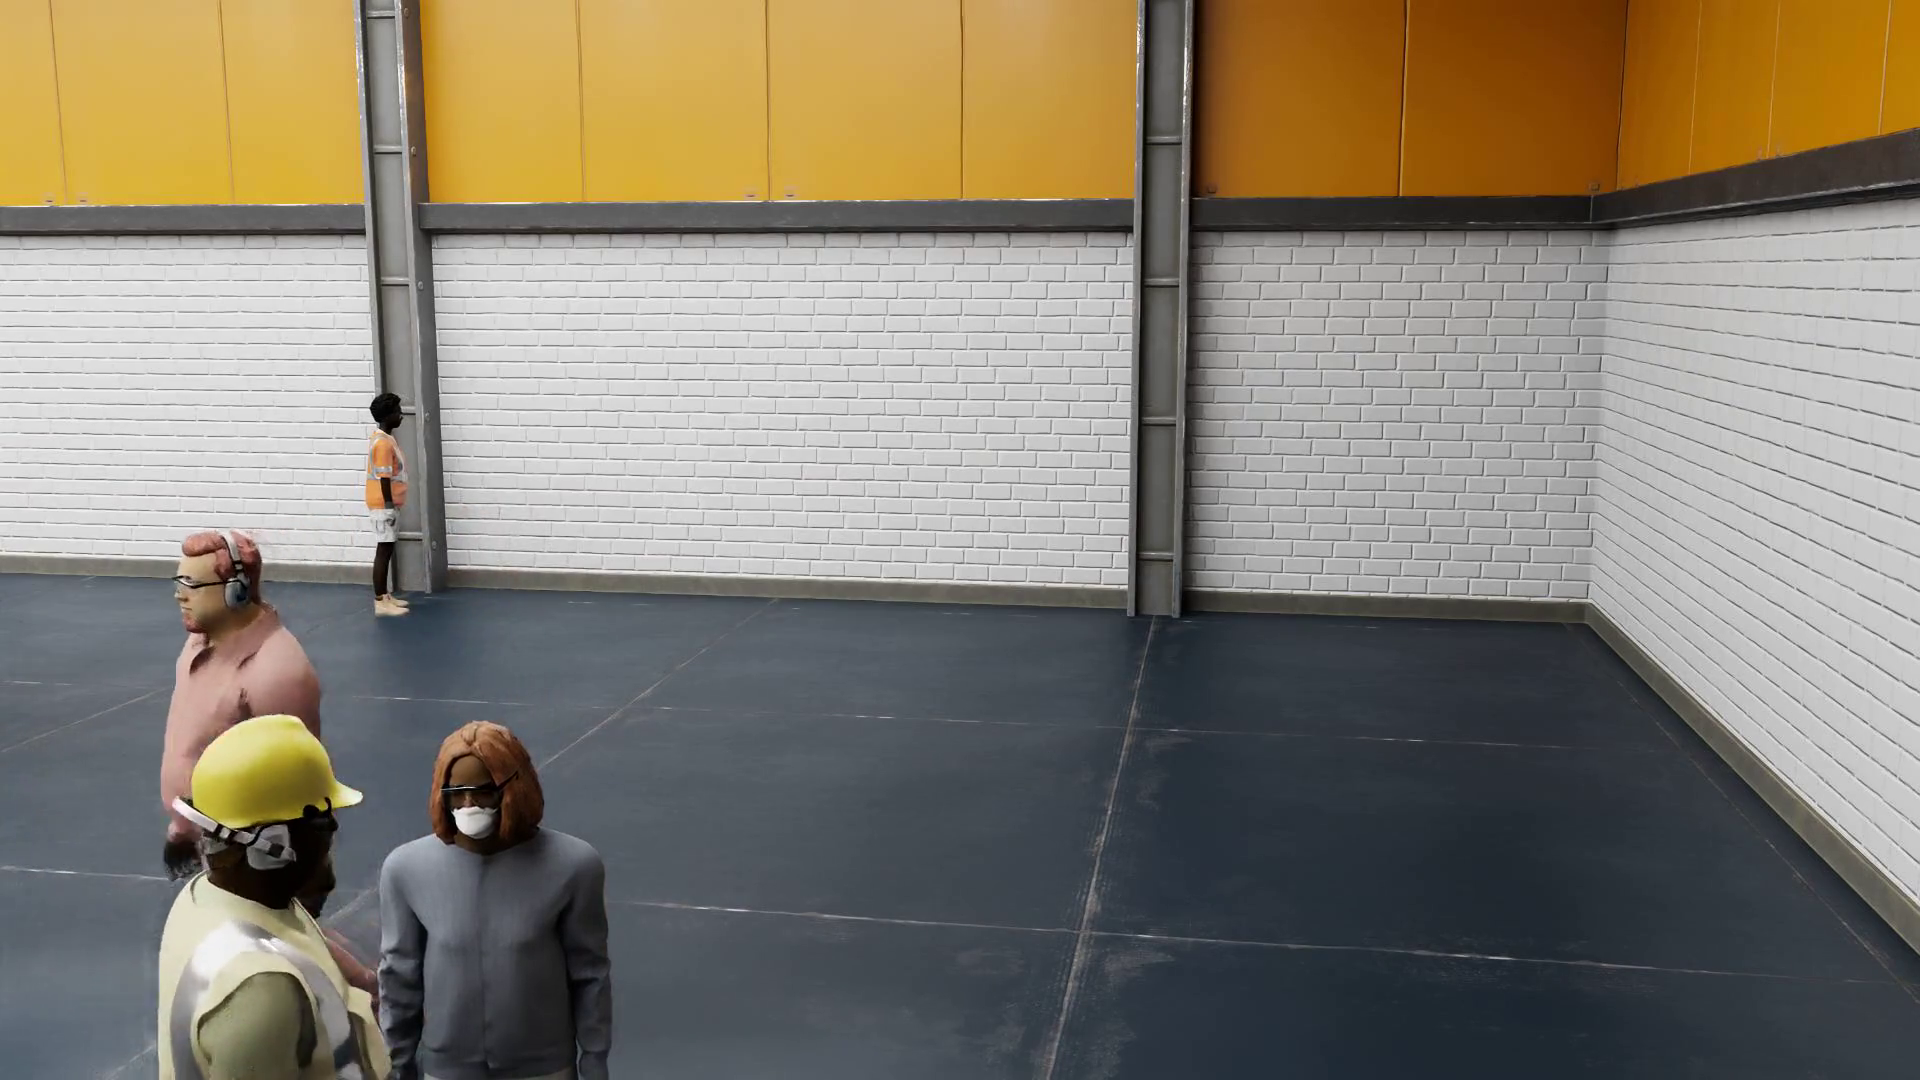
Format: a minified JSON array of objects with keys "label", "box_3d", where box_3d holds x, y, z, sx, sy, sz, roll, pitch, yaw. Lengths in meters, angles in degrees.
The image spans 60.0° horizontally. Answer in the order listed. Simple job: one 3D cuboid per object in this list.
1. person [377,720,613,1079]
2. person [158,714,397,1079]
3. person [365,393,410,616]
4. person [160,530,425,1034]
[{"label":"person","box_3d":[-1.031,1.199,3.736,0.510,1.638,0.304,-1,9,-7]},{"label":"person","box_3d":[-1.276,1.211,3.083,0.739,1.812,0.610,-5,10,-27]},{"label":"person","box_3d":[-4.329,-0.267,12.576,0.320,1.689,0.525,-3,10,-18]},{"label":"person","box_3d":[-2.065,0.875,4.976,0.894,1.872,0.639,-7,12,-38]}]
